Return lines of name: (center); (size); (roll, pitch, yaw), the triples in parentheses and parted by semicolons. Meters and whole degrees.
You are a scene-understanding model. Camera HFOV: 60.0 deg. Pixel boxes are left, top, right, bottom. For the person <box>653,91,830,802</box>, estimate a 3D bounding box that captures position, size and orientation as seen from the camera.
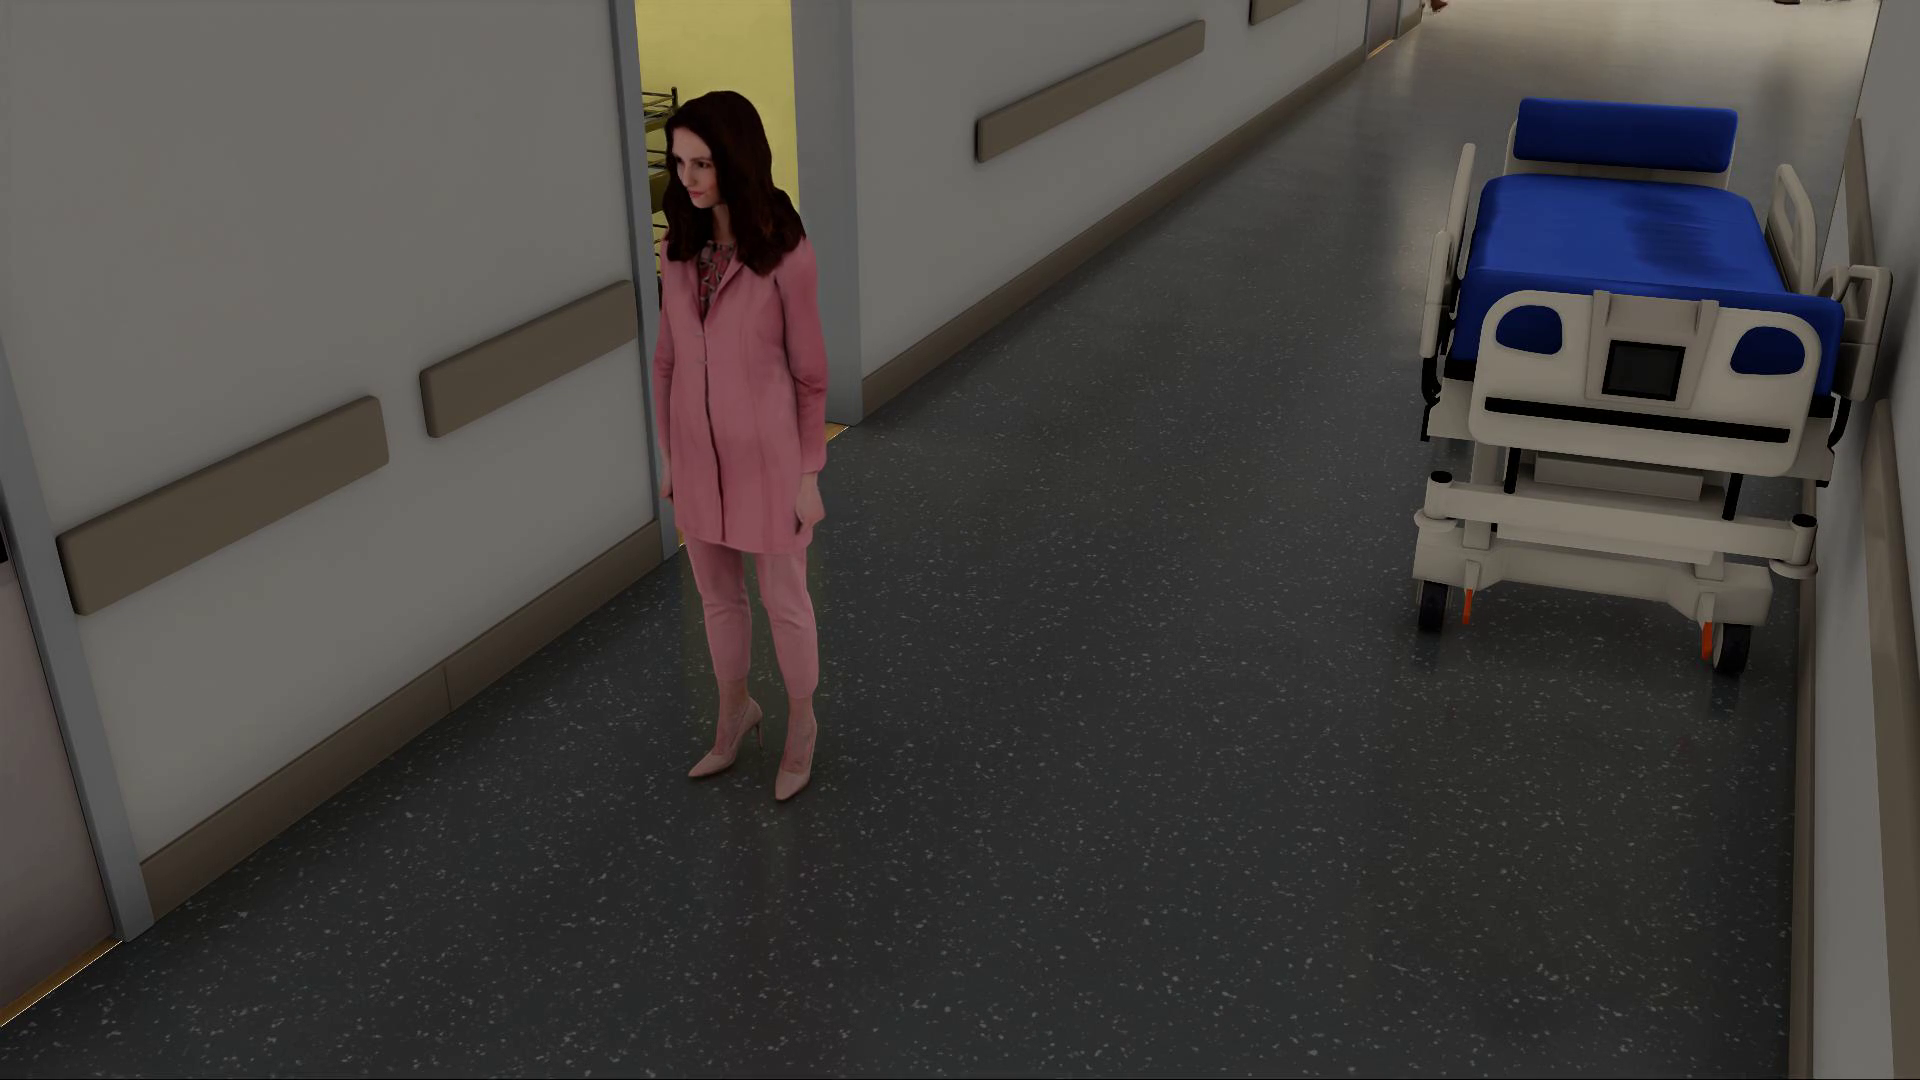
person: (-0.518, -0.190, 4.056); (0.455, 1.801, 0.670); (12, 28, 23)
